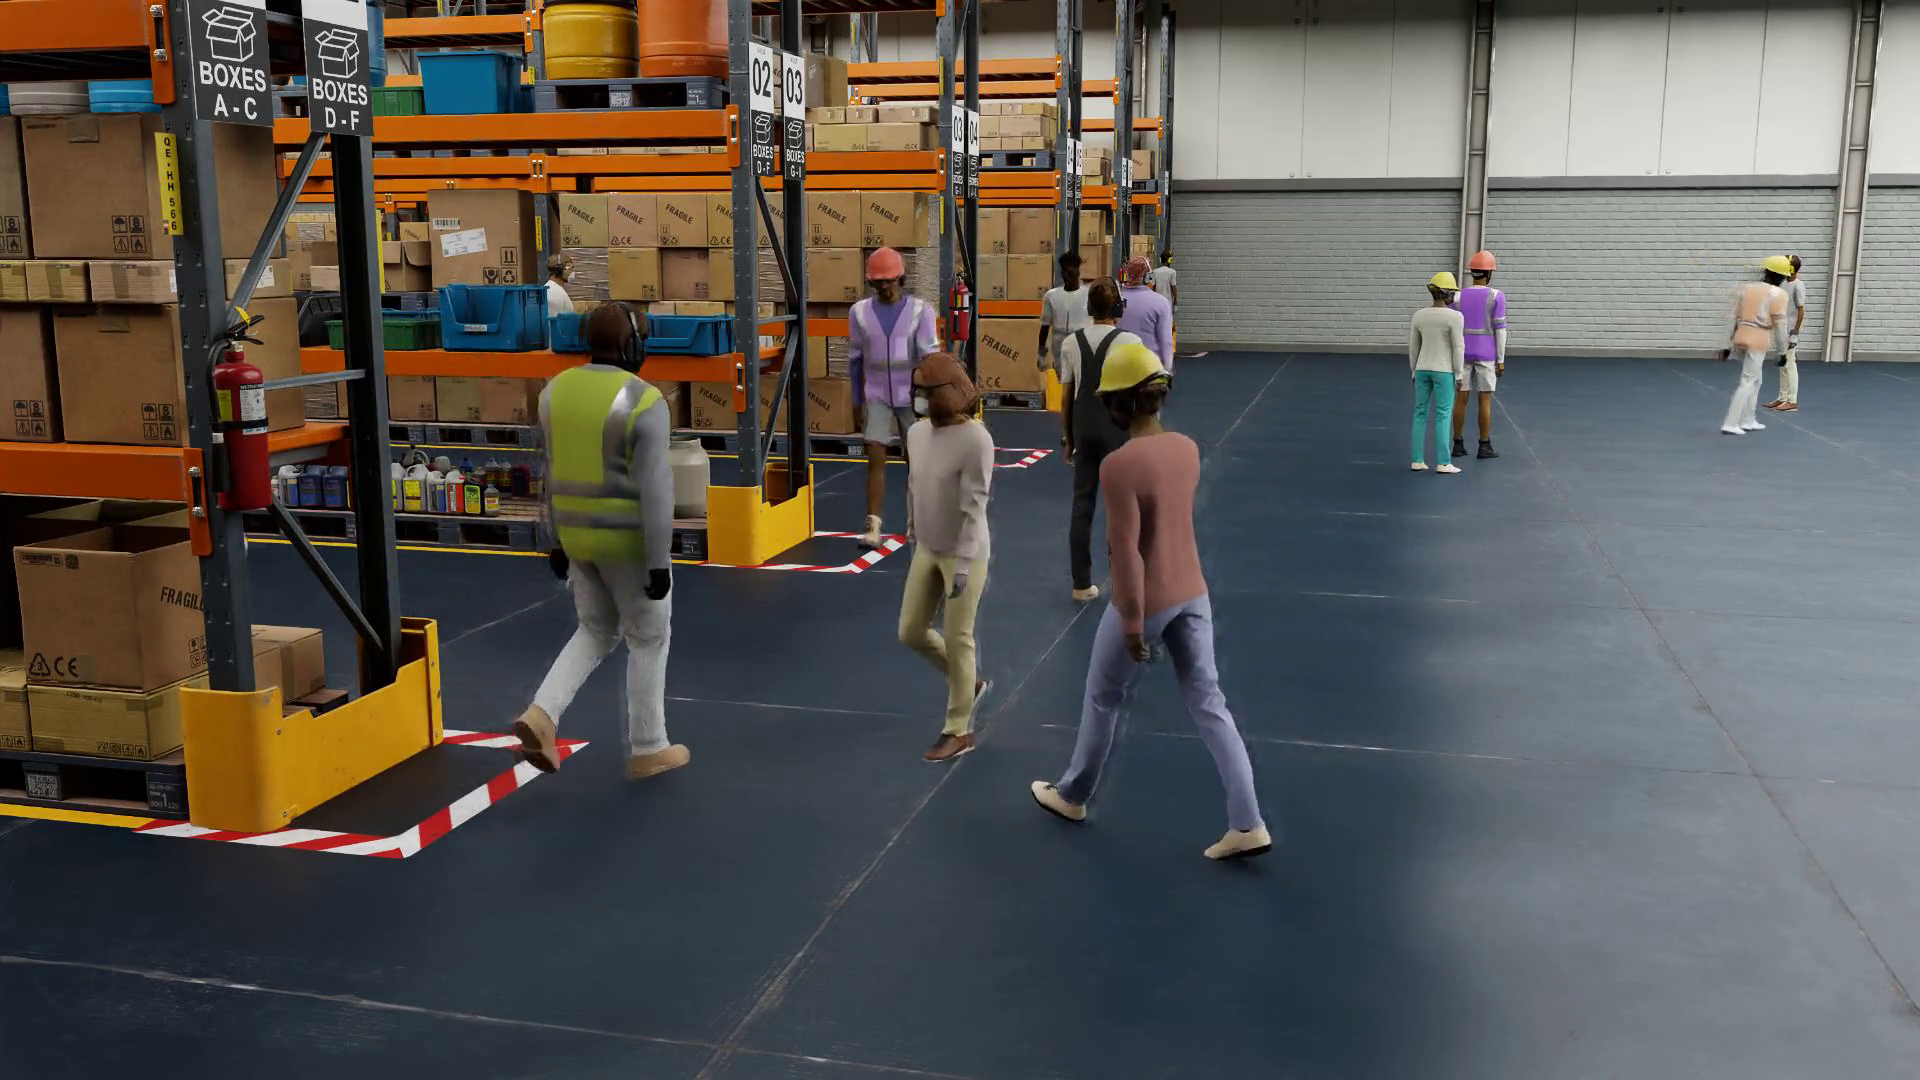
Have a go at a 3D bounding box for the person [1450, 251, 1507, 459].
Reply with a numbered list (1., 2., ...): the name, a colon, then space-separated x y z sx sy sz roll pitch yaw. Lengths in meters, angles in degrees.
1. person: 4.857 -1.730 15.612 0.545 1.938 0.358 8 13 38

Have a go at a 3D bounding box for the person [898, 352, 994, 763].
1. person: -0.037 0.070 6.533 0.420 1.615 0.494 -10 14 -44

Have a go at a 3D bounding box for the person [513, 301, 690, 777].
1. person: -1.333 0.027 6.193 0.640 1.821 0.627 7 12 32

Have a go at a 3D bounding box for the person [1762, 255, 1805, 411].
1. person: 9.942 -2.483 19.985 0.313 1.864 0.534 1 10 7

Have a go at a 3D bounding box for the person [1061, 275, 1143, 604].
1. person: 0.805 -0.543 9.285 0.506 1.847 0.344 6 12 29

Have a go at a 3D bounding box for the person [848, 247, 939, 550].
1. person: -0.431 -0.924 10.998 0.660 1.982 0.949 2 10 9

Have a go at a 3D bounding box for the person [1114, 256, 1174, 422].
1. person: 1.474 -1.383 13.770 0.640 1.910 0.401 6 12 31

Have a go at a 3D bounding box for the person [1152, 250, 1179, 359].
1. person: 3.543 -4.047 28.659 0.507 1.865 0.329 8 13 38

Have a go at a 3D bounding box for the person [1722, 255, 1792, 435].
1. person: 8.372 -2.037 17.470 0.773 1.876 0.601 -3 11 -17

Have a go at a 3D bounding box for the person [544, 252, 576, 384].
1. person: -3.711 -1.683 15.380 0.368 1.932 0.633 -2 11 -14

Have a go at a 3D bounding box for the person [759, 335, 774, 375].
1. person: -2.301 -2.489 19.557 0.405 2.035 0.606 3 11 16

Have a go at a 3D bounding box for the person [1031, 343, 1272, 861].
1. person: 0.665 0.204 5.562 0.503 1.708 0.981 -9 13 -39

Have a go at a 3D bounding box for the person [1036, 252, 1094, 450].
1. person: 1.060 -1.846 16.310 0.621 1.910 0.986 4 11 22

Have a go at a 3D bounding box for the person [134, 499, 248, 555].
1. person: -3.683 -0.279 7.887 0.550 1.822 0.653 4 11 22

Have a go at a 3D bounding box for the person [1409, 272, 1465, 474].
1. person: 4.195 -1.465 14.627 0.329 1.765 0.526 -9 13 -40
